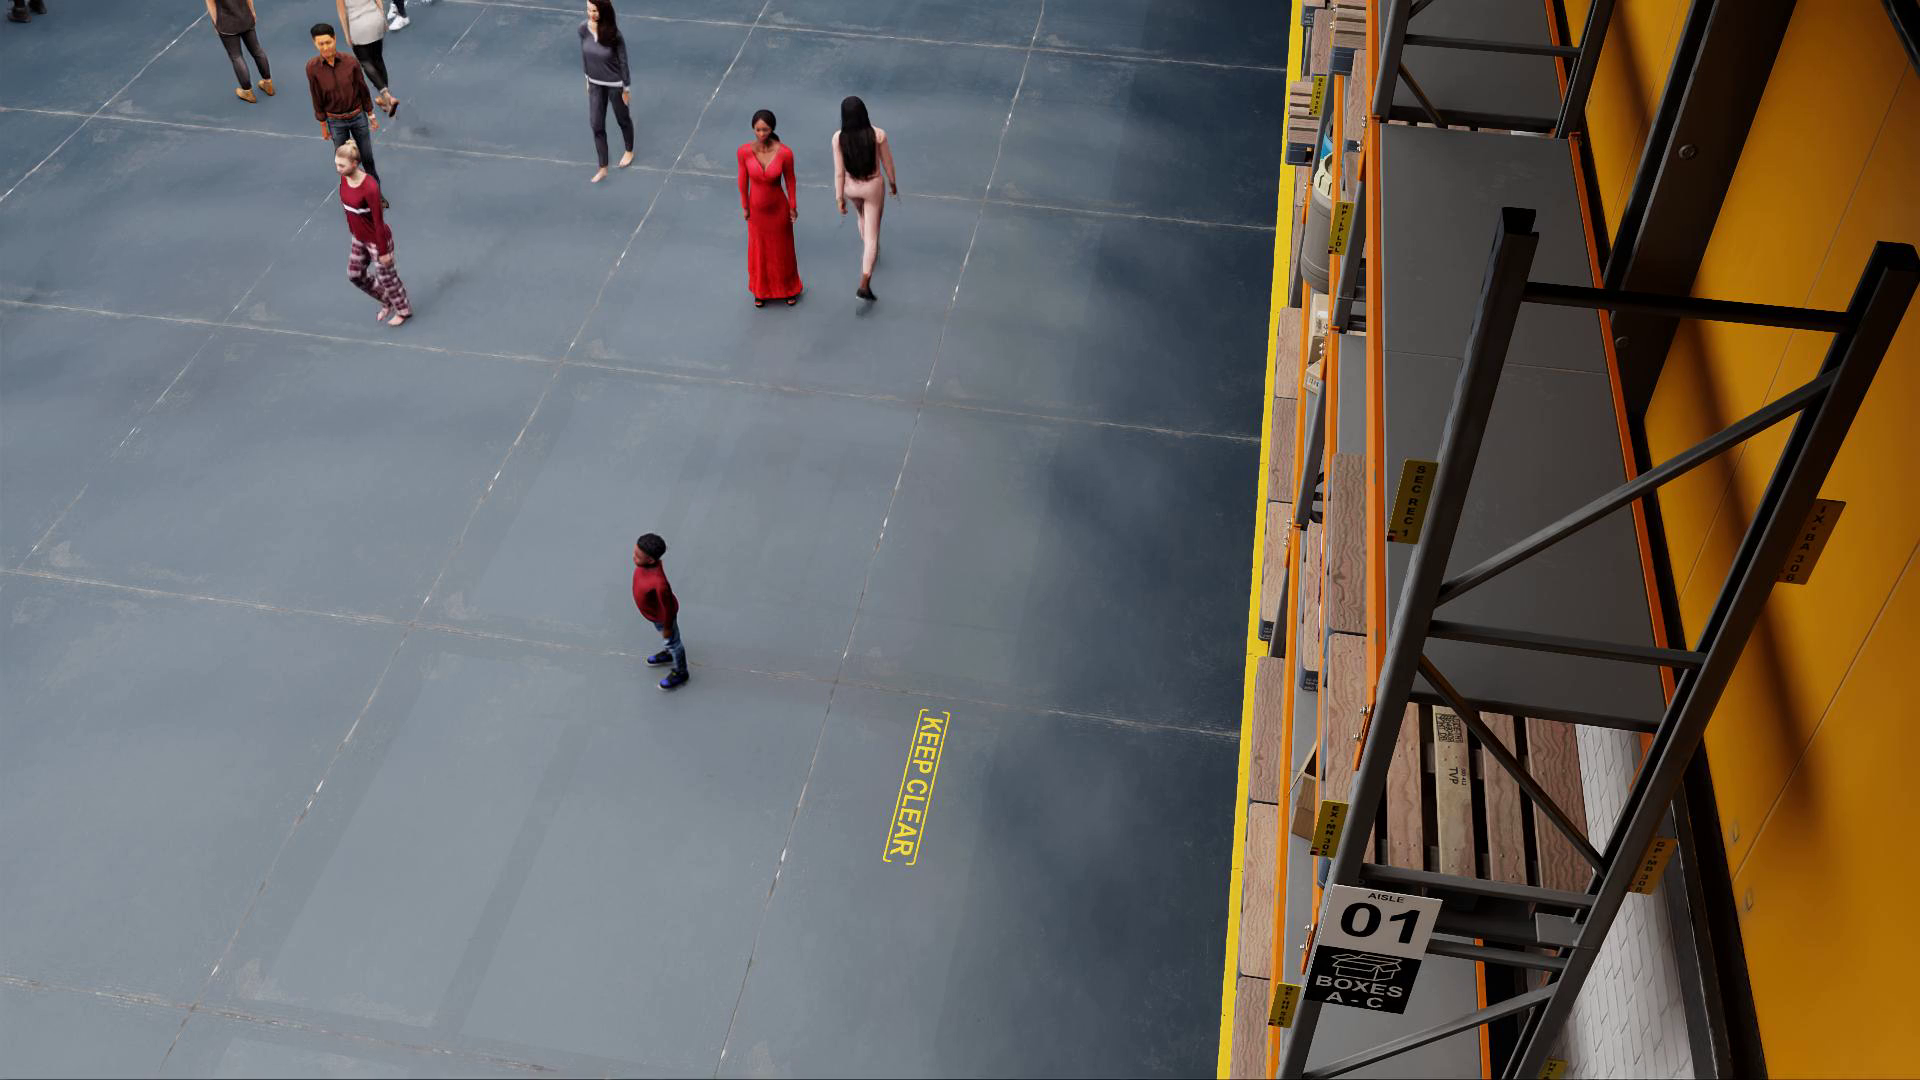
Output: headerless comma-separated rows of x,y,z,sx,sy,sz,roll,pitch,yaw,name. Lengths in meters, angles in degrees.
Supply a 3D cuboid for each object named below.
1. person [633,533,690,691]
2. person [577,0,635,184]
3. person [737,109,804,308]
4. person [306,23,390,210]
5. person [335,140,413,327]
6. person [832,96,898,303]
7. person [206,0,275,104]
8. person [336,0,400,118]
-1.923,0.432,10.702,0.643,1.254,0.560,-17,46,-17,person
-3.191,-4.212,15.223,0.662,1.743,0.889,9,44,9,person
-1.555,-2.709,13.624,0.677,1.783,0.659,-1,44,-1,person
-5.423,-3.725,14.684,0.719,1.782,0.726,-17,46,-17,person
-4.701,-2.490,13.452,0.745,1.692,0.747,24,49,23,person
-0.797,-2.801,13.798,0.641,1.665,1.198,8,44,8,person
-7.072,-5.107,16.184,0.756,1.712,0.645,30,51,28,person
-5.614,-4.876,15.874,0.955,1.806,0.982,-34,53,-30,person
